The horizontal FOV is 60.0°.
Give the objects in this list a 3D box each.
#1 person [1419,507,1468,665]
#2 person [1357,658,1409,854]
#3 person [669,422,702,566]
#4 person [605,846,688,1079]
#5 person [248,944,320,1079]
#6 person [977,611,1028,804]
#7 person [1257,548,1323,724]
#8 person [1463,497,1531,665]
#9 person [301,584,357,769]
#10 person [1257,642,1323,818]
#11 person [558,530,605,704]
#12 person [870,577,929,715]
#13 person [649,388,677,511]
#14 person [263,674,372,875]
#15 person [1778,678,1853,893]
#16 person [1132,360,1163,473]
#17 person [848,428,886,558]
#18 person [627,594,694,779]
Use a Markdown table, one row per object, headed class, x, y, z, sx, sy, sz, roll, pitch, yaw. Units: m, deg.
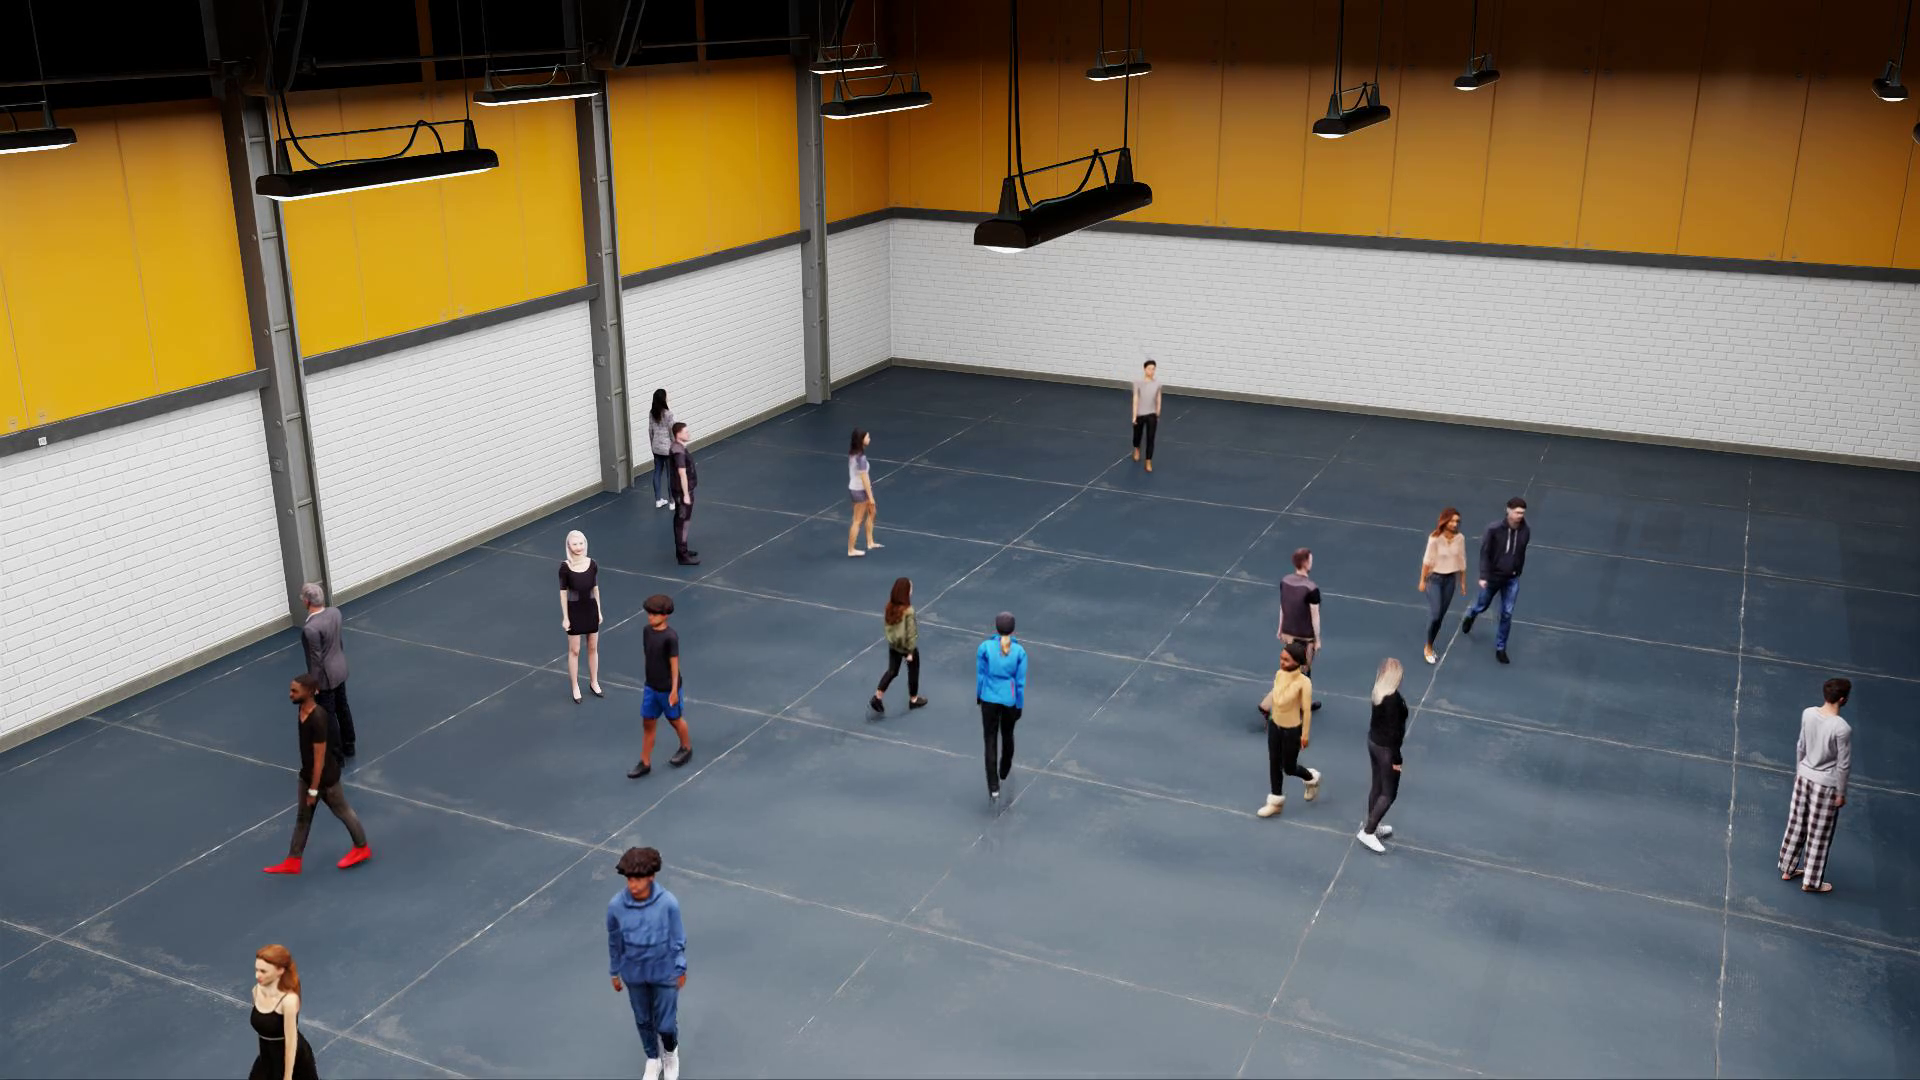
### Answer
| class | x | y | z | sx | sy | sz | roll | pitch | yaw |
| --- | --- | --- | --- | --- | --- | --- | --- | --- | --- |
| person | 5.271 | 0.450 | 18.343 | 0.764 | 1.772 | 0.819 | -4 | 19 | -11 |
| person | 3.640 | 1.841 | 14.361 | 0.892 | 1.676 | 0.796 | 0 | 19 | -1 |
| person | -3.569 | -0.620 | 21.404 | 0.866 | 1.845 | 0.762 | -4 | 19 | -11 |
| person | -2.065 | 2.839 | 11.208 | 0.766 | 1.797 | 0.743 | 1 | 19 | 4 |
| person | -4.138 | 3.217 | 10.383 | 0.577 | 1.607 | 0.782 | 9 | 21 | 25 |
| person | 0.346 | 1.537 | 15.128 | 0.884 | 1.764 | 1.214 | 1 | 19 | 4 |
| person | 3.331 | 0.988 | 16.686 | 1.231 | 1.809 | 1.129 | -9 | 20 | -24 |
| person | 5.962 | 0.381 | 18.434 | 1.042 | 1.843 | 1.331 | 1 | 19 | 3 |
| person | -6.019 | 1.272 | 15.802 | 0.838 | 1.835 | 0.667 | 2 | 19 | 6 |
| person | 2.980 | 1.683 | 14.878 | 0.998 | 1.646 | 0.862 | -11 | 22 | -31 |
| person | -3.928 | 0.781 | 17.268 | 0.596 | 1.830 | 0.718 | -13 | 23 | -34 |
| person | -0.646 | 1.095 | 16.920 | 0.780 | 1.457 | 1.008 | 18 | 25 | 42 |
| person | -4.208 | -1.303 | 23.609 | 0.626 | 1.732 | 0.541 | 11 | 21 | 29 |
| person | -5.243 | 1.946 | 13.903 | 1.197 | 1.769 | 0.966 | -16 | 24 | -39 |
| person | 7.046 | 1.992 | 13.647 | 0.756 | 1.847 | 0.699 | -7 | 20 | -19 |
| person | 2.844 | -1.942 | 25.551 | 0.842 | 1.704 | 1.058 | 0 | 19 | 0 |
| person | -1.376 | -0.608 | 21.568 | 0.886 | 1.718 | 0.833 | -6 | 19 | -16 |
| person | -2.746 | 1.341 | 15.703 | 0.739 | 1.768 | 1.034 | 13 | 22 | 33 |
